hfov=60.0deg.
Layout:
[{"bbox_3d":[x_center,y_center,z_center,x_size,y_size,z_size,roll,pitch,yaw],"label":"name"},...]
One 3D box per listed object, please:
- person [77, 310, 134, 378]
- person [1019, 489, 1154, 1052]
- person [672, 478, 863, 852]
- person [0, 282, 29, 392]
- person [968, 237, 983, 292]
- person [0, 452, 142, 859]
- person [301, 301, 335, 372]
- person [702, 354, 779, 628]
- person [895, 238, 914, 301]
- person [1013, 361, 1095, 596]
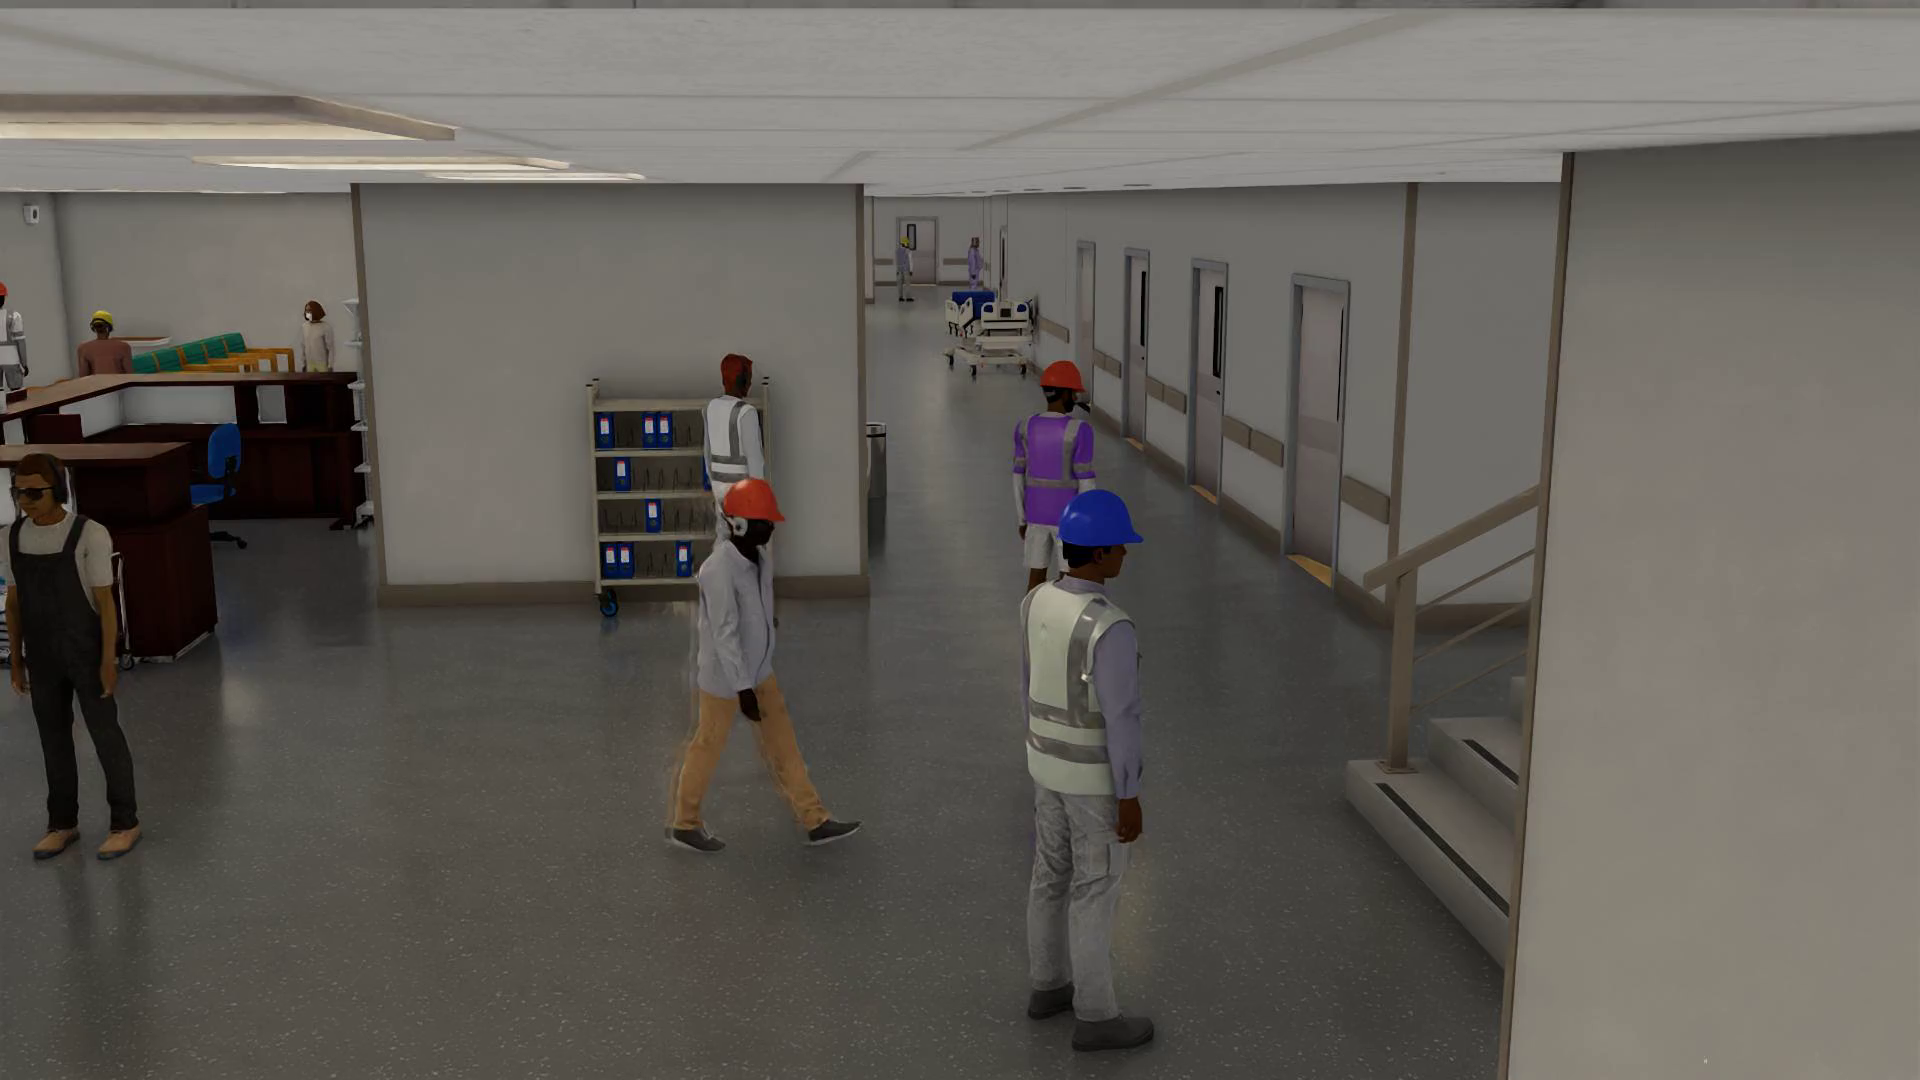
[{"bbox_3d":[-8.999,-1.540,17.590,0.526,1.758,0.341,-4,12,-19],"label":"person"},{"bbox_3d":[0.433,0.788,5.737,0.389,1.947,0.614,-6,13,-29],"label":"person"},{"bbox_3d":[-0.911,0.581,7.348,0.896,1.704,0.583,5,12,21],"label":"person"},{"bbox_3d":[-11.665,-2.180,20.273,0.552,1.935,0.374,-3,12,-16],"label":"person"},{"bbox_3d":[0.414,-7.278,45.260,0.407,1.905,0.655,1,12,5],"label":"person"},{"bbox_3d":[-3.950,0.516,7.351,0.503,1.837,0.342,1,12,3],"label":"person"},{"bbox_3d":[-8.241,-2.247,21.345,0.498,1.634,0.281,4,12,20],"label":"person"},{"bbox_3d":[-1.508,-0.322,11.312,0.356,1.887,0.574,-11,16,-43],"label":"person"},{"bbox_3d":[-1.598,-7.810,48.049,0.592,1.829,0.404,8,14,34],"label":"person"},{"bbox_3d":[0.600,-0.147,10.352,0.547,1.930,0.384,7,14,31],"label":"person"}]
